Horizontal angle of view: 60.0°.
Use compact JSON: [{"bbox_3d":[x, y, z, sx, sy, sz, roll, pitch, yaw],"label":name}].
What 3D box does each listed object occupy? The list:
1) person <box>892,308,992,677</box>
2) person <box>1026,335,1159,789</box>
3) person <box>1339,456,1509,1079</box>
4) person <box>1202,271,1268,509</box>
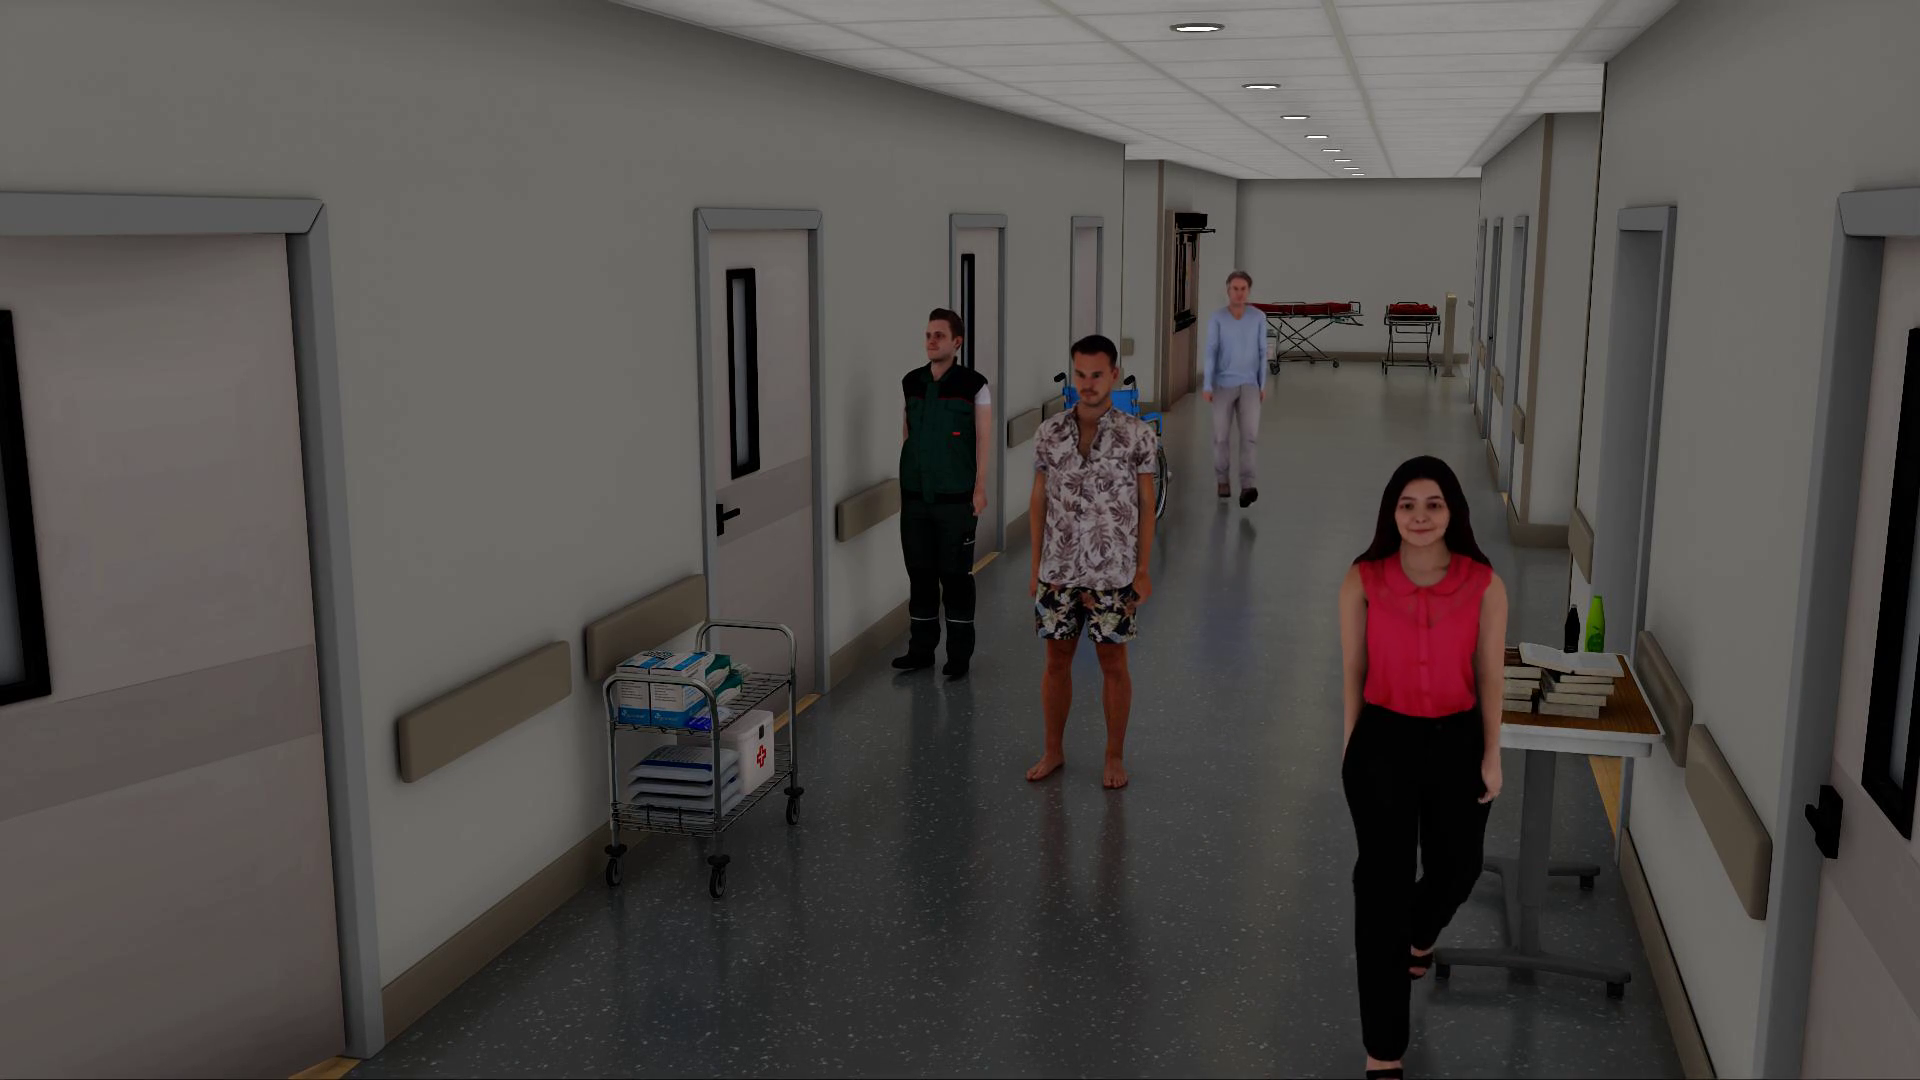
[{"bbox_3d":[-0.098,-0.243,8.346,0.679,1.843,0.647,5,12,25],"label":"person"},{"bbox_3d":[0.525,0.076,6.746,0.668,1.816,0.562,3,11,18],"label":"person"},{"bbox_3d":[1.239,0.597,4.490,0.651,1.634,1.029,2,11,9],"label":"person"},{"bbox_3d":[2.194,-1.194,13.386,0.881,1.837,1.259,0,11,2],"label":"person"}]
